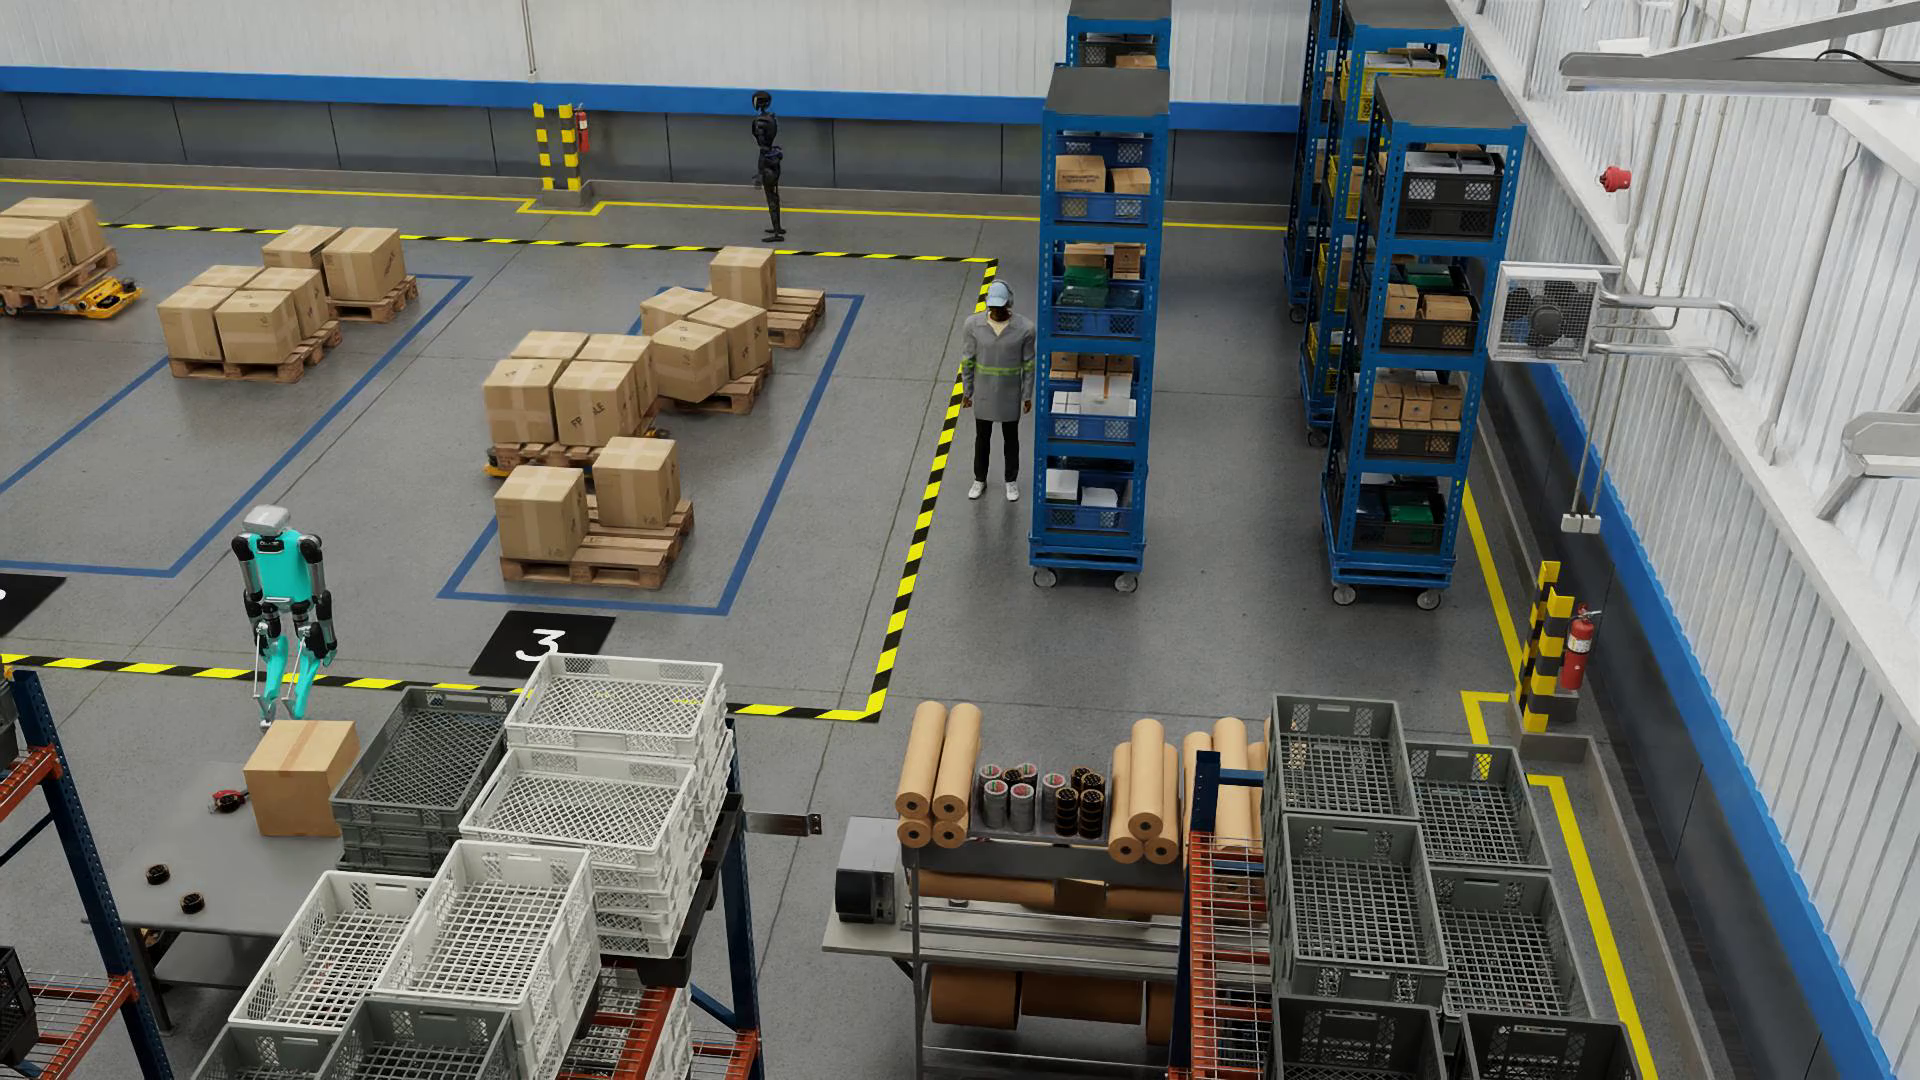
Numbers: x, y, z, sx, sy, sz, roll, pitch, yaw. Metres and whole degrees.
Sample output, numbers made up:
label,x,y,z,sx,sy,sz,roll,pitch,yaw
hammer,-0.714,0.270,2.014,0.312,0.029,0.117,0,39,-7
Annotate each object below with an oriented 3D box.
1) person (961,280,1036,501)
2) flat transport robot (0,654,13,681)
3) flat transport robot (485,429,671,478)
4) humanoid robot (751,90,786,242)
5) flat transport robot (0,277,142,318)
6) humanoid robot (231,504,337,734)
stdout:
label,x,y,z,sx,sy,sz,roll,pitch,yaw
person,0.294,-1.172,13.112,0.590,1.852,0.381,4,30,6
flat transport robot,-7.142,0.969,11.010,1.431,0.231,0.659,3,30,6
flat transport robot,-3.175,-0.743,13.921,1.431,0.197,0.652,3,30,6
humanoid robot,-2.124,-4.127,18.347,0.315,1.657,0.599,2,30,4
flat transport robot,-9.200,-2.502,16.944,1.431,0.197,0.652,3,30,6
humanoid robot,-4.067,0.661,9.945,0.533,1.677,0.735,3,30,5
